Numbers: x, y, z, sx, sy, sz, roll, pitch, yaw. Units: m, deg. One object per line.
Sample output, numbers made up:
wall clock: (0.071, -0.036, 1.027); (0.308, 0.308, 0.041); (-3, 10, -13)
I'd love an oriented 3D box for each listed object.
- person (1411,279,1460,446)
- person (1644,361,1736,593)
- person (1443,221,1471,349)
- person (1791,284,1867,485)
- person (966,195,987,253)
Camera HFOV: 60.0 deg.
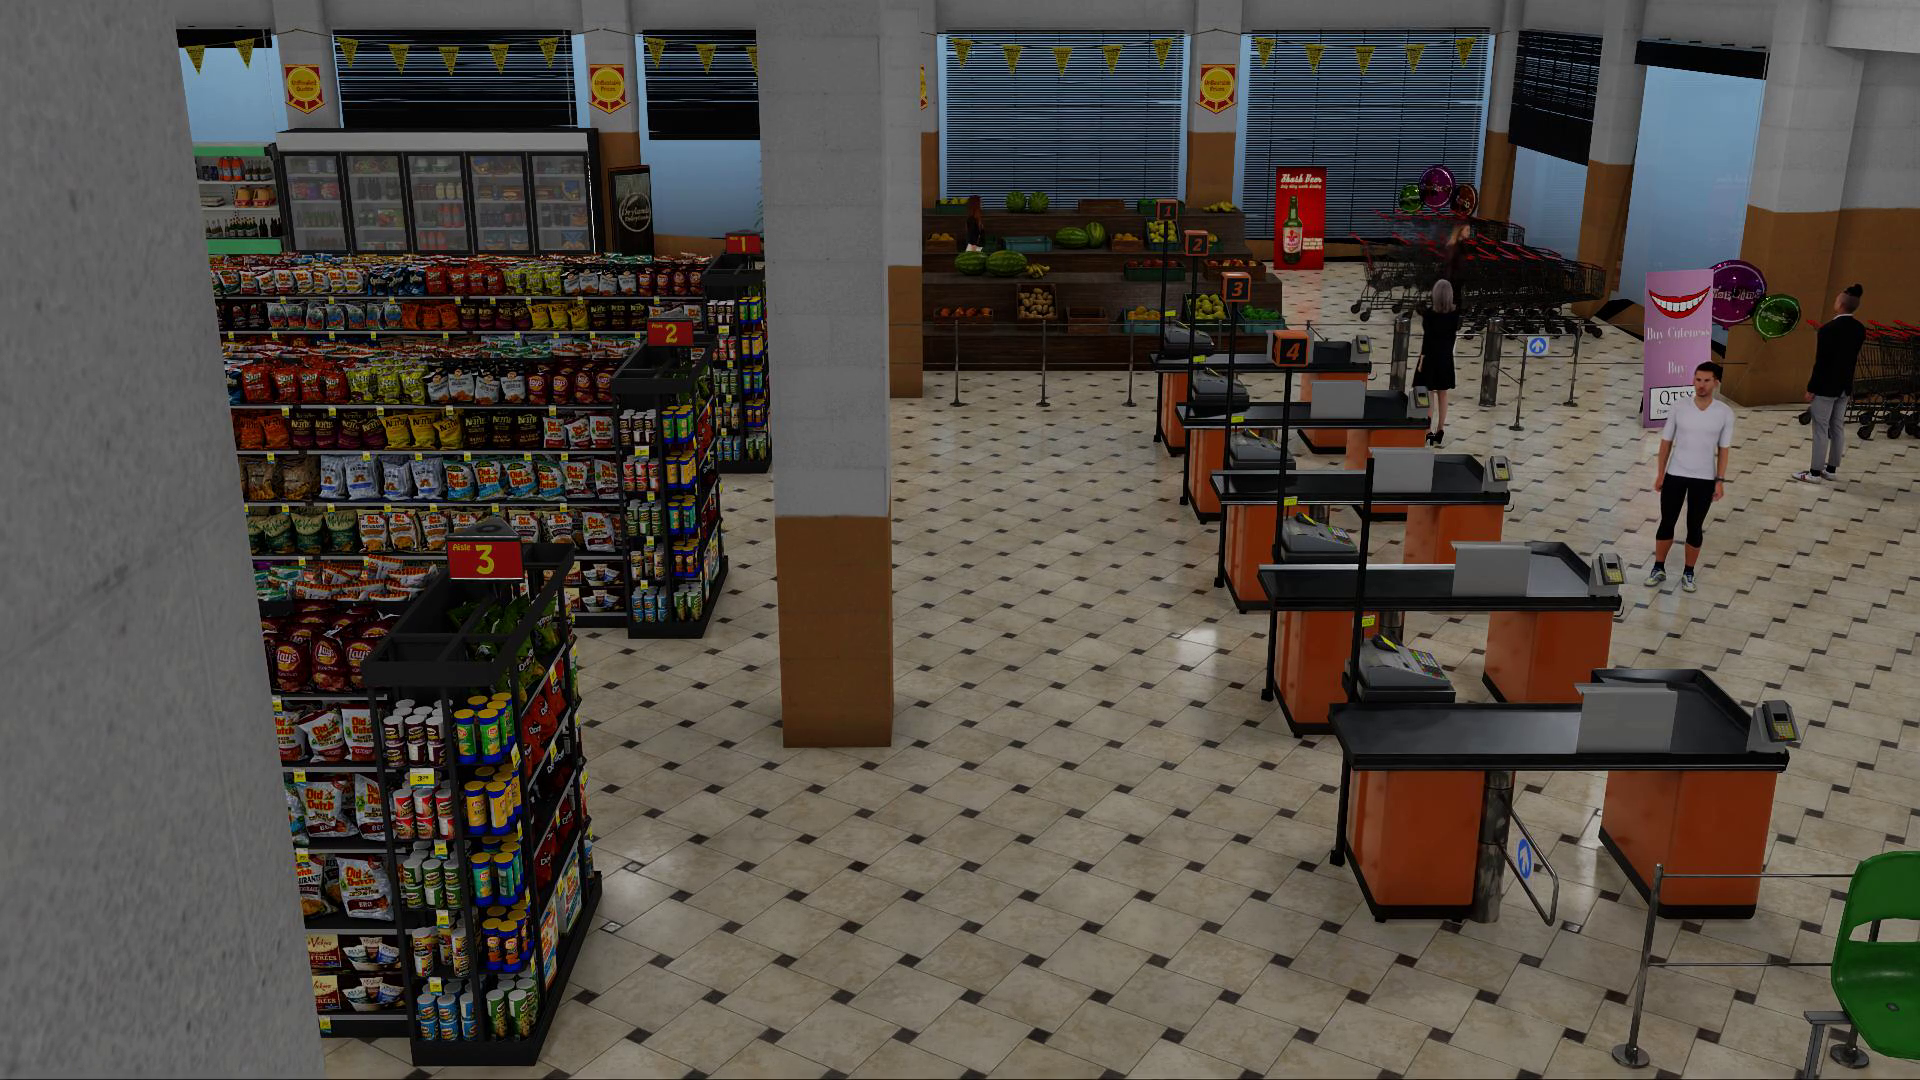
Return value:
person: (4.996, -1.871, 17.460); (0.630, 1.746, 0.746); (-8, 20, -21)
person: (5.842, -0.521, 13.293); (0.695, 1.851, 0.819); (10, 21, 28)
person: (6.450, -3.380, 22.020); (0.785, 1.692, 0.744); (13, 22, 33)
person: (8.457, -1.516, 16.090); (0.693, 1.950, 0.847); (-8, 20, -22)
person: (0.208, -4.228, 24.520); (0.513, 1.703, 0.605); (1, 19, 2)
